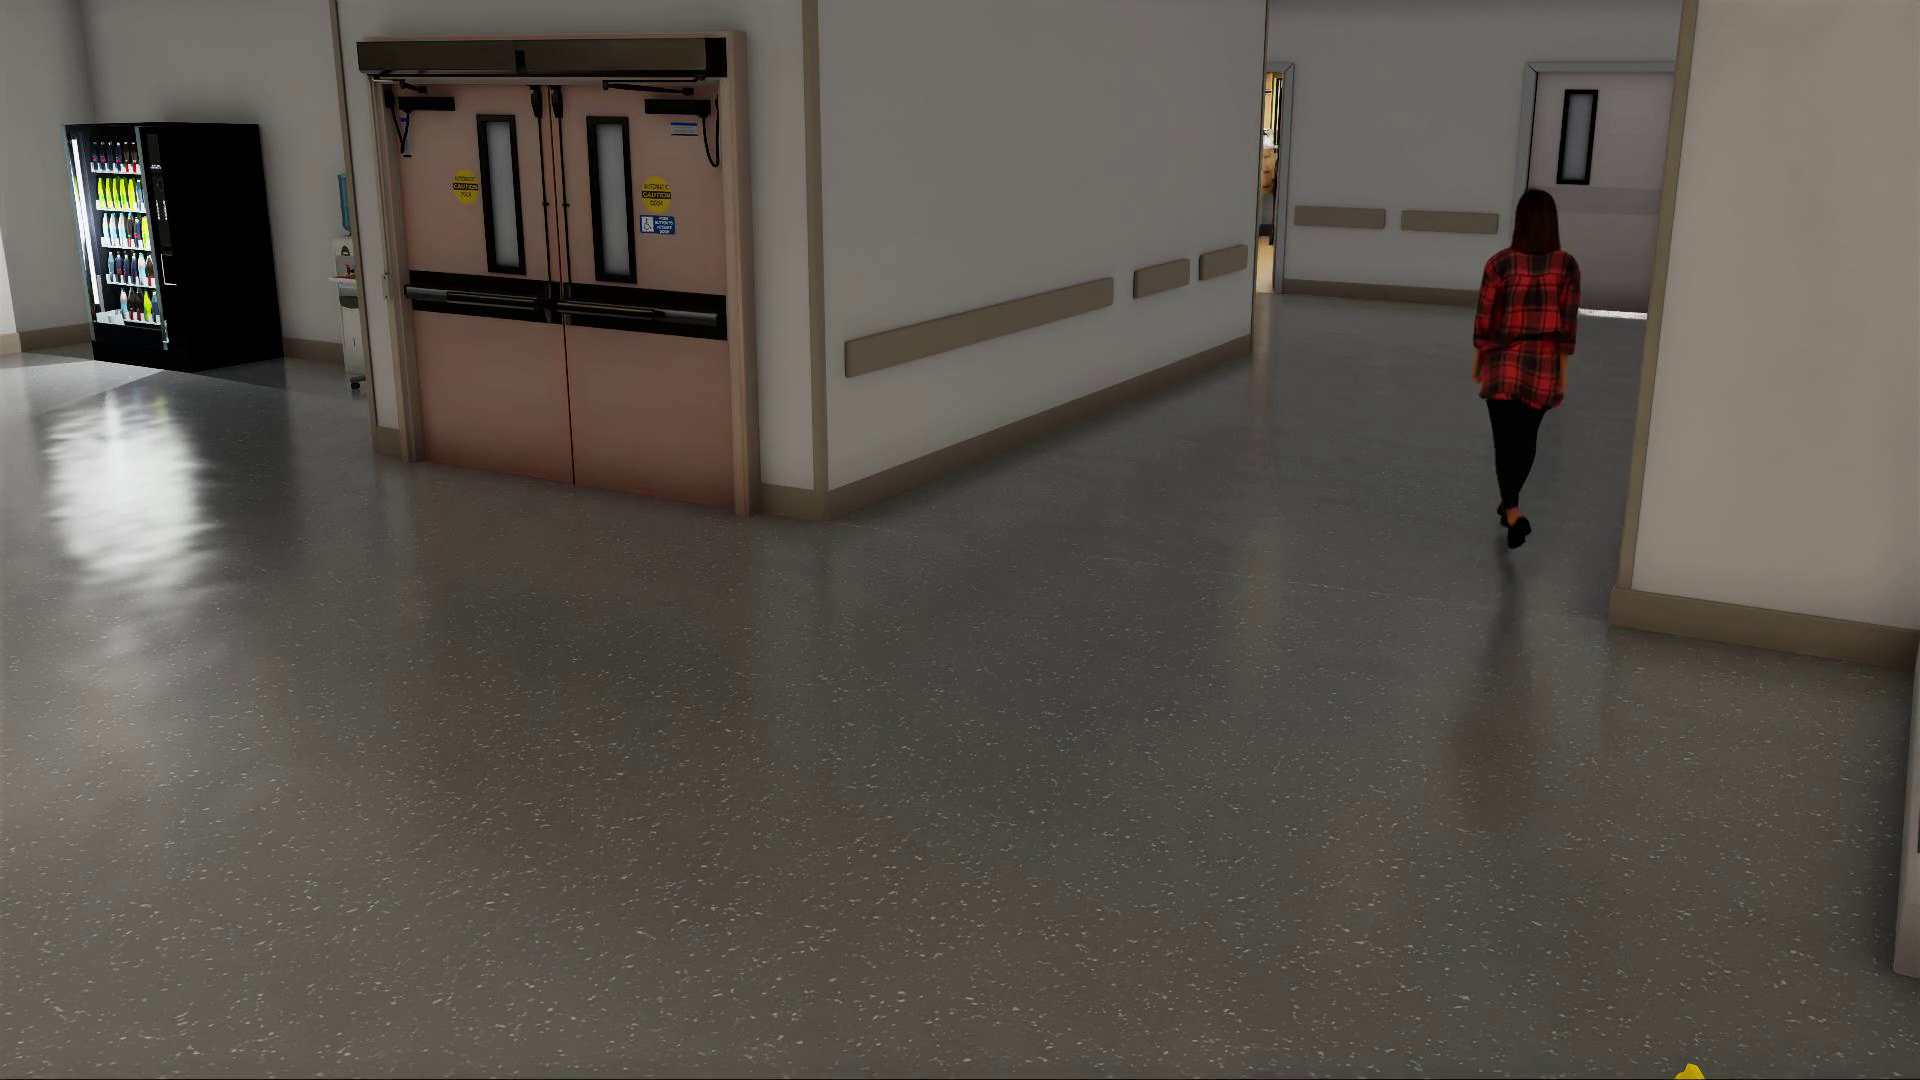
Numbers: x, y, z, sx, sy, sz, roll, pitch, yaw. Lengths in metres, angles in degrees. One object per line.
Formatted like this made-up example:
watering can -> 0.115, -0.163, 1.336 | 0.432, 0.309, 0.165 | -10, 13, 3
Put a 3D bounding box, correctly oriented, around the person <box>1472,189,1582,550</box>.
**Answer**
person -> 2.661, -0.764, 7.842 | 1.140, 1.664, 0.925 | 3, 16, 10
